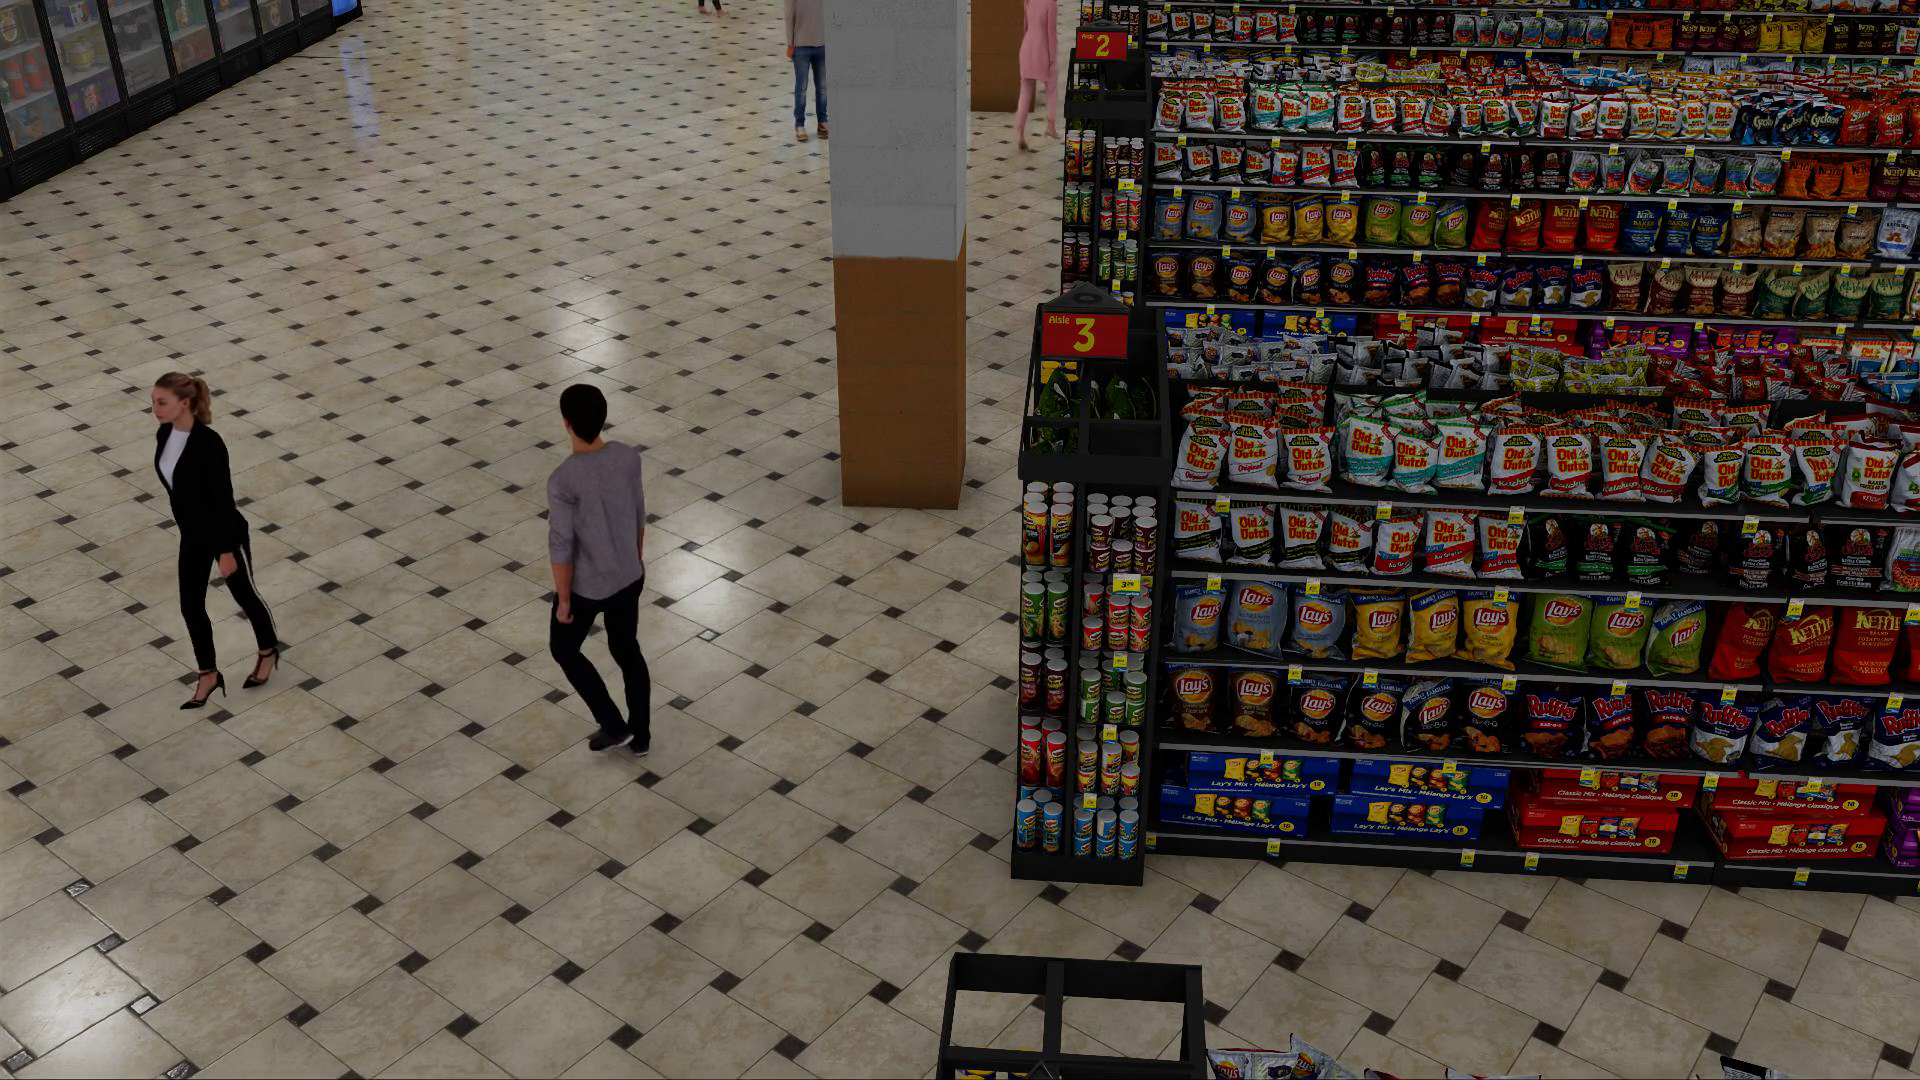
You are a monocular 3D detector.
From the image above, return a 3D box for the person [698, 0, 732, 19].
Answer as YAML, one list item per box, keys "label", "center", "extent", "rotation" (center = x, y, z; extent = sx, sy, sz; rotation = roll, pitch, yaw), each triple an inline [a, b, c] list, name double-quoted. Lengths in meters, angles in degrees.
- label: "person"
  center: [-3.471, -7.926, 22.309]
  extent: [1.066, 1.737, 0.923]
  rotation: [19, 34, 31]

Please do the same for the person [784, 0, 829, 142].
- label: "person"
  center: [-1.525, -5.019, 16.816]
  extent: [0.693, 1.899, 0.797]
  rotation: [-14, 32, -24]

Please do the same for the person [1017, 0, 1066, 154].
- label: "person"
  center: [0.722, -4.695, 16.354]
  extent: [1.009, 1.773, 1.030]
  rotation: [17, 33, 28]

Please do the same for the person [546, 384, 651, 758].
- label: "person"
  center: [-1.524, 0.203, 7.321]
  extent: [0.847, 1.832, 0.812]
  rotation: [23, 36, 35]

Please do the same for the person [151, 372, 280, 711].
- label: "person"
  center: [-3.470, -0.033, 7.901]
  extent: [0.817, 1.691, 0.849]
  rotation: [14, 31, 23]
